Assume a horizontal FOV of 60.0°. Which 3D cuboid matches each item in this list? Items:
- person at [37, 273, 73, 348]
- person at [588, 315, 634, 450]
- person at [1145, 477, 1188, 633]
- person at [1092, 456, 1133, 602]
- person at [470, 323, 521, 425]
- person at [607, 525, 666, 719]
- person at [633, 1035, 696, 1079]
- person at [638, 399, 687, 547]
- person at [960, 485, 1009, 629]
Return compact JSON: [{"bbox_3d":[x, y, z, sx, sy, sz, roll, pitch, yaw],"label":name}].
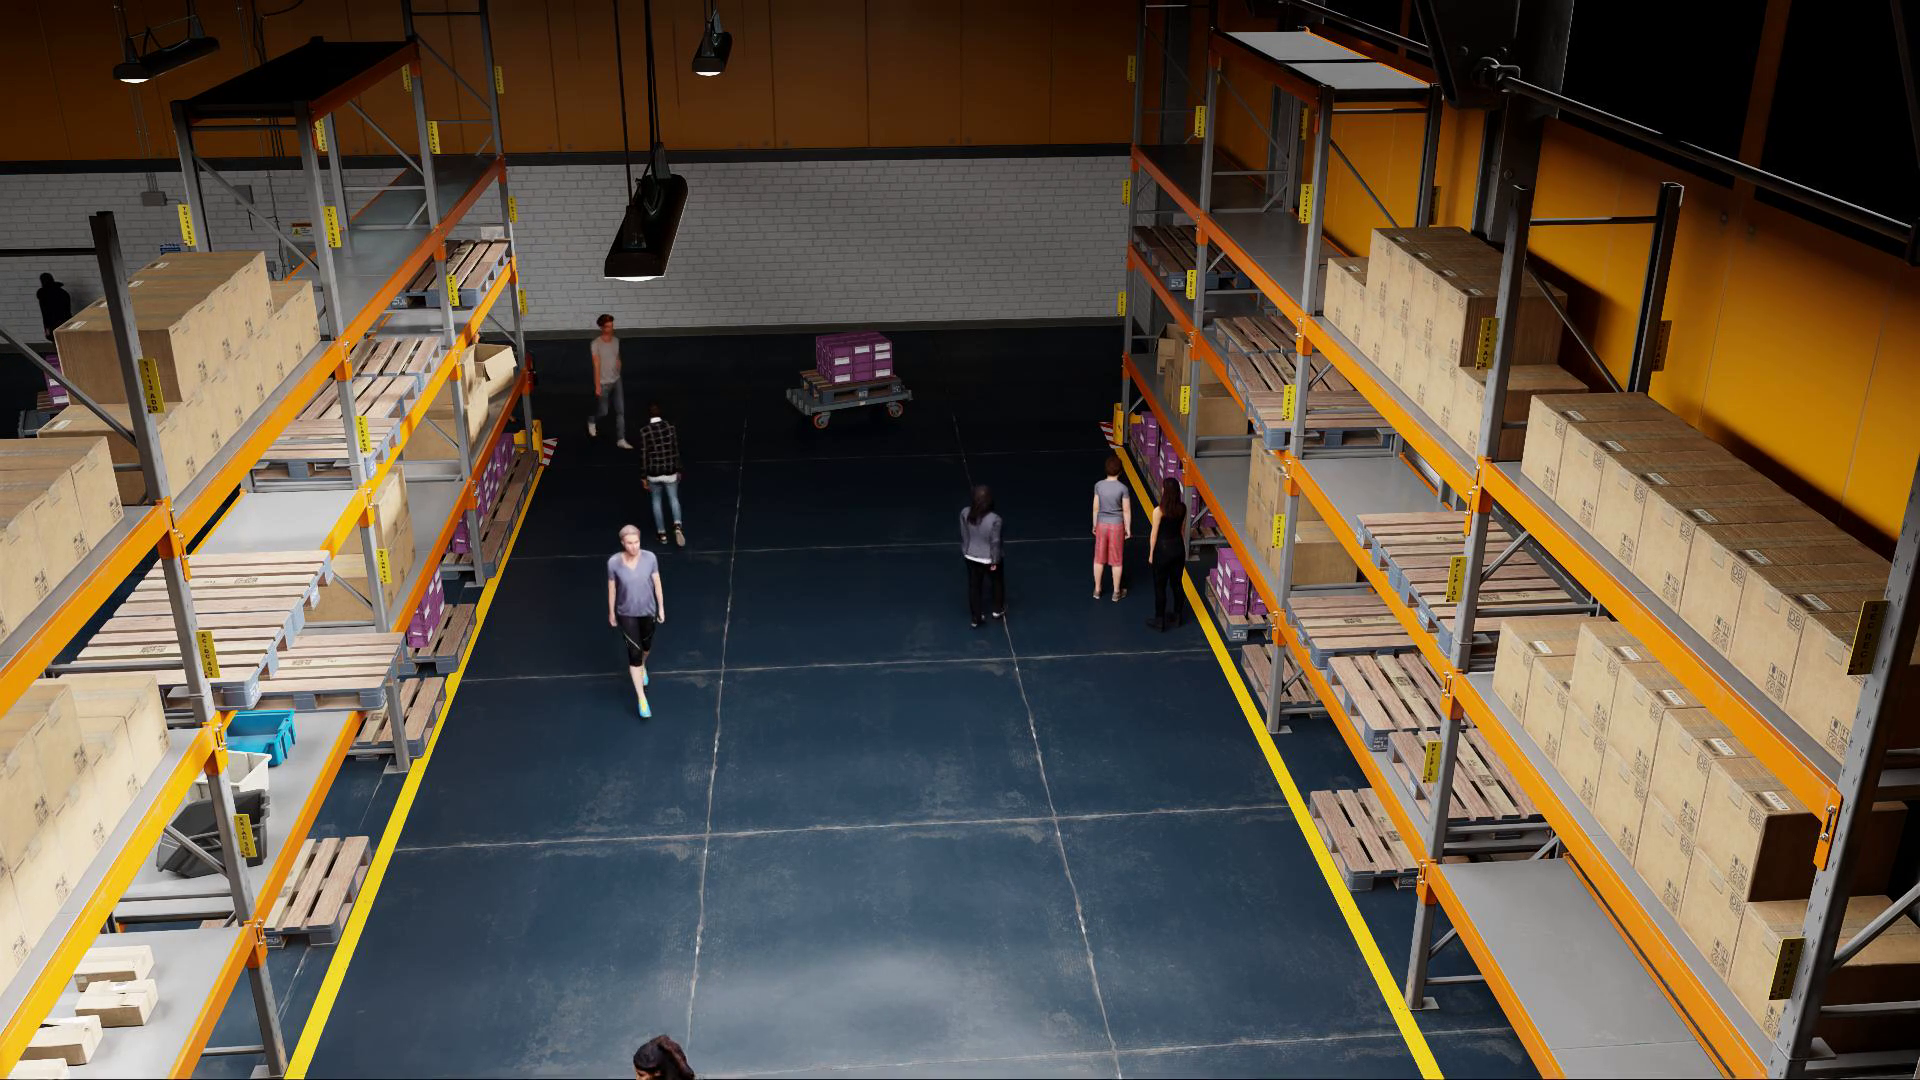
[{"bbox_3d":[-13.761,-3.281,25.428,0.839,1.673,0.739,9,25,20],"label":"person"},{"bbox_3d":[-4.845,-2.153,22.601,1.144,1.871,1.056,20,31,38],"label":"person"},{"bbox_3d":[2.202,0.141,17.582,0.647,1.686,0.655,-13,27,-26],"label":"person"},{"bbox_3d":[1.649,-0.127,18.240,0.671,1.650,0.673,9,25,20],"label":"person"},{"bbox_3d":[-6.770,-2.314,23.093,0.928,1.771,1.169,-11,26,-23],"label":"person"},{"bbox_3d":[-3.142,0.699,16.110,0.951,1.843,1.313,-10,26,-22],"label":"person"},{"bbox_3d":[-1.632,3.567,9.859,0.955,1.595,0.947,-20,31,-38],"label":"person"},{"bbox_3d":[-3.458,-0.745,19.465,0.847,1.802,1.039,-10,26,-22],"label":"person"},{"bbox_3d":[0.218,0.191,17.603,0.856,1.578,0.933,10,25,21],"label":"person"}]
